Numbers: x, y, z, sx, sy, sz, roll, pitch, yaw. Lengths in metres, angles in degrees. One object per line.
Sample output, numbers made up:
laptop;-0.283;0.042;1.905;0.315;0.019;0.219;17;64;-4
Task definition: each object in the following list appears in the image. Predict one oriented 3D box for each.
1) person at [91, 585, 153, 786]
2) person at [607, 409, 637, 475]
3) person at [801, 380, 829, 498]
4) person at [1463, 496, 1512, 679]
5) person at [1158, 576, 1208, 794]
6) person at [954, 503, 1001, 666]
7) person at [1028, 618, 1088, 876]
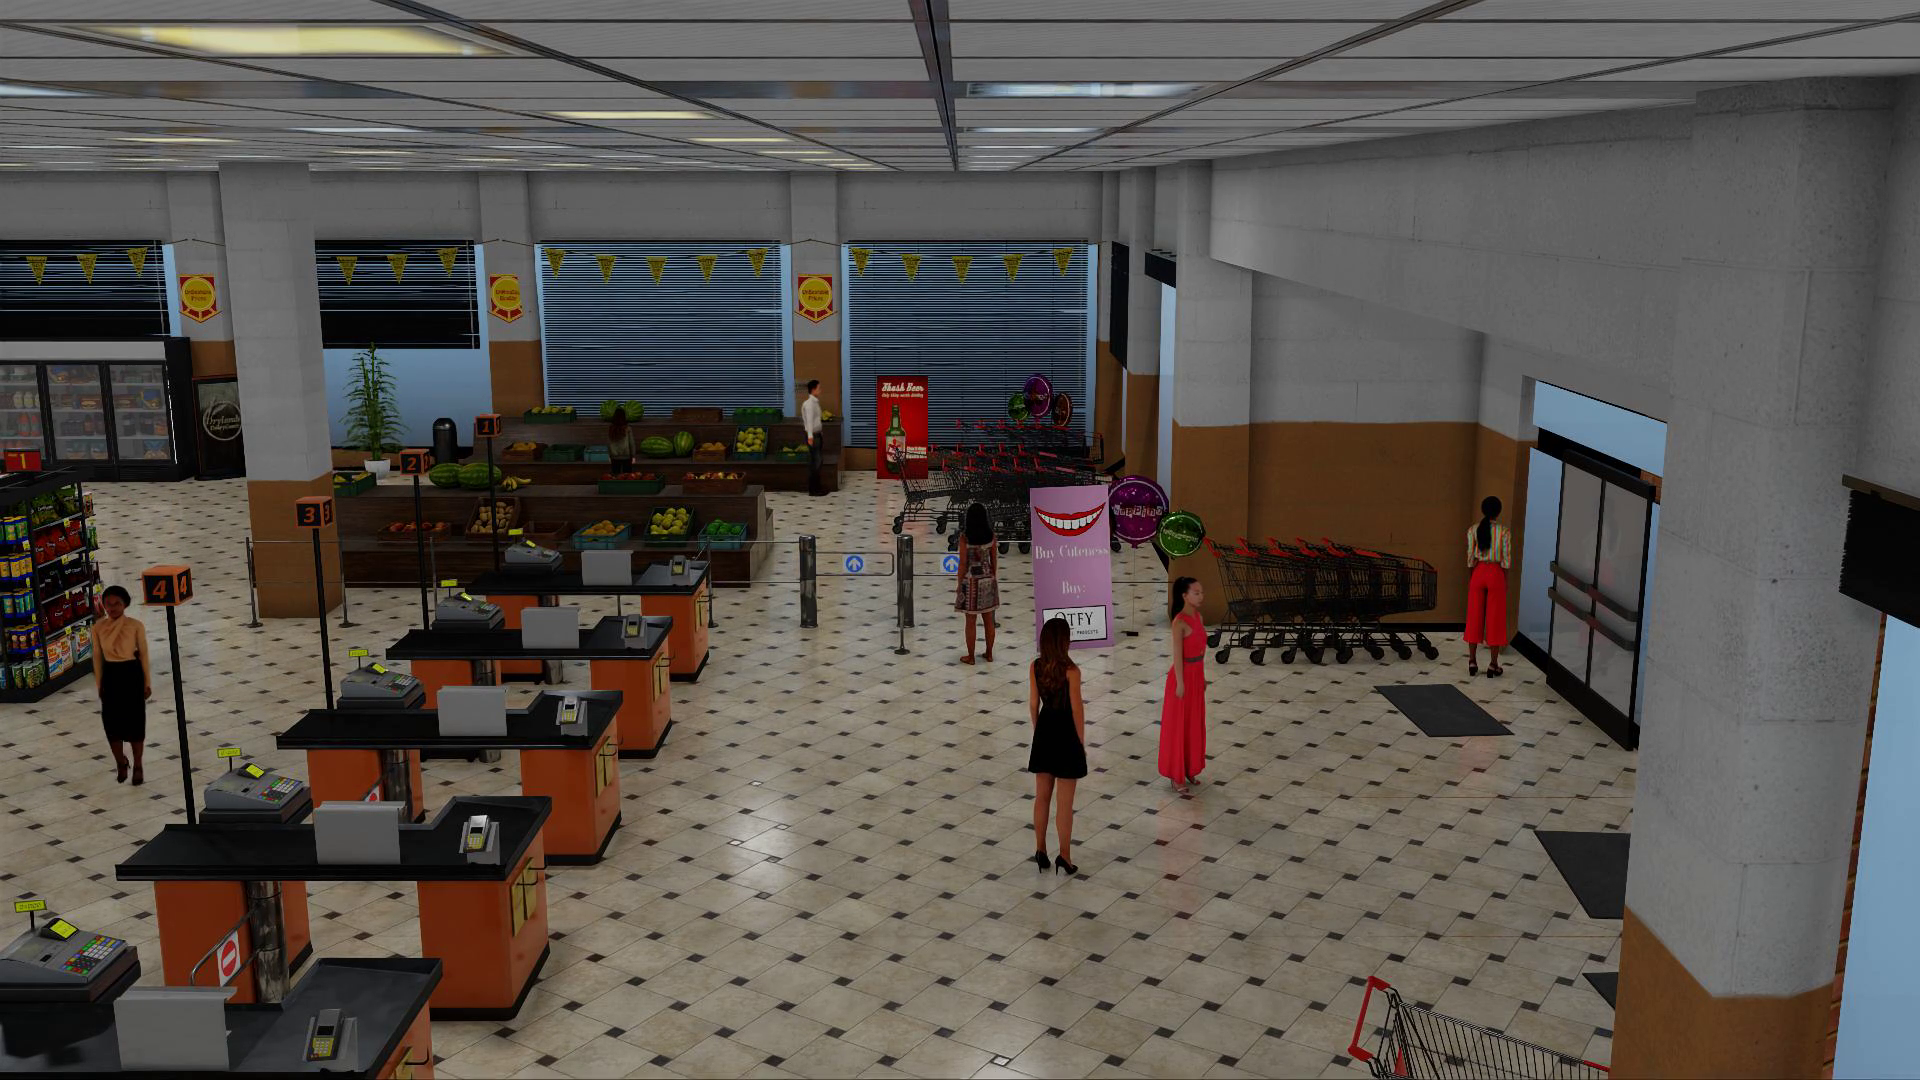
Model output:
person;-6.665;1.155;13.291;0.662;1.646;0.728;-5;13;-21
person;-5.124;-1.257;25.158;0.486;1.477;0.663;2;12;8
person;-2.334;-1.593;25.956;0.639;1.806;0.725;1;12;6
person;5.163;0.451;16.281;0.645;1.792;0.747;8;14;33
person;1.796;1.133;13.198;0.746;1.727;0.713;8;15;35
person;0.177;0.429;16.742;0.635;1.645;0.783;-6;13;-26
person;0.665;1.431;11.524;0.628;1.835;0.725;8;14;32
